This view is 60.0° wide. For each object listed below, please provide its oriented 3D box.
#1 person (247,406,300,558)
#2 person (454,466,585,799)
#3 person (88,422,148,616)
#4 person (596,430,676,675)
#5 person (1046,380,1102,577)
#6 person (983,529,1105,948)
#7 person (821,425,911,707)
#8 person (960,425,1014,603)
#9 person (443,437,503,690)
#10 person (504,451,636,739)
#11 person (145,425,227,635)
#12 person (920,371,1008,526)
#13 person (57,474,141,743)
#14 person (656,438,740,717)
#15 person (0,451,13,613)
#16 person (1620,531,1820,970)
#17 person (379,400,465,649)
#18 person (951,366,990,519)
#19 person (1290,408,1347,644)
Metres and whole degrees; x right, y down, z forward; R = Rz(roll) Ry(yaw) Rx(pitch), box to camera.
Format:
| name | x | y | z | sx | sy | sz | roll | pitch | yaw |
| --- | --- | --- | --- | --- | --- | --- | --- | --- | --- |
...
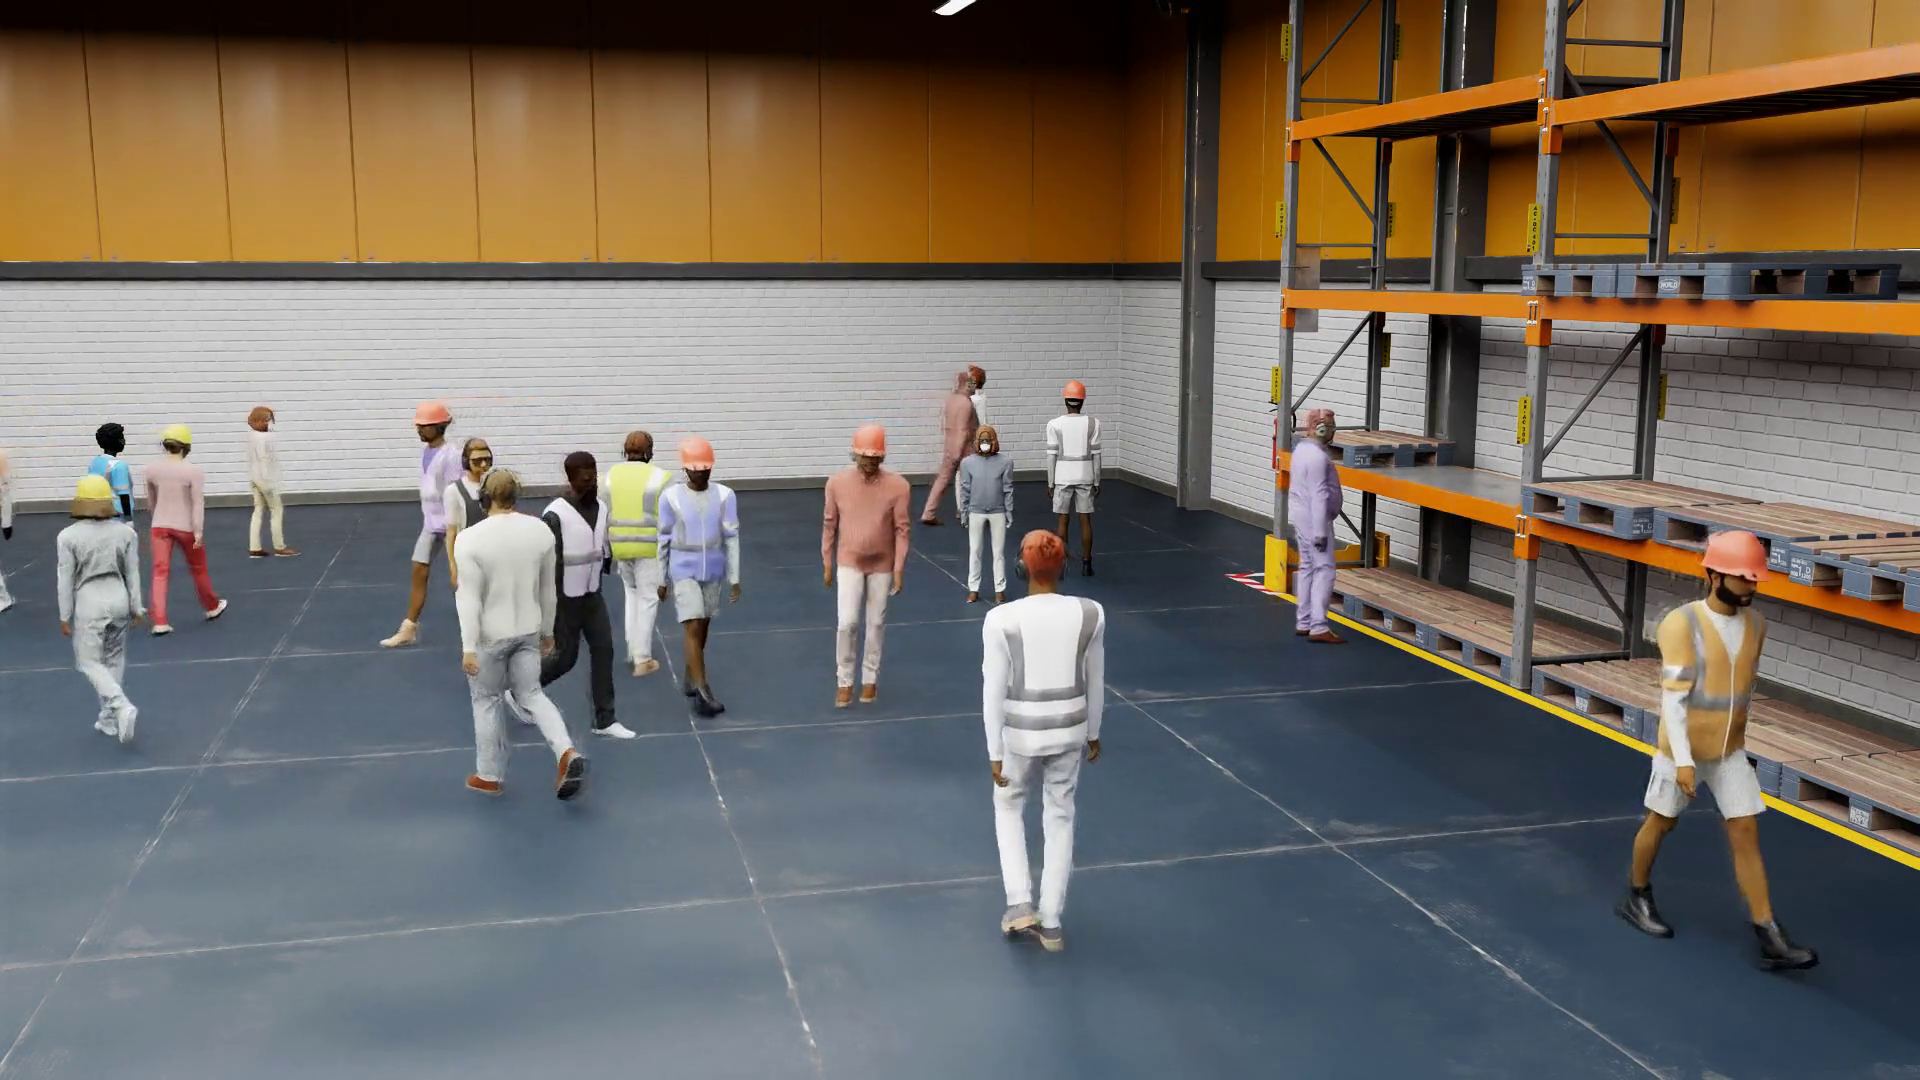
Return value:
| name | x | y | z | sx | sy | sz | roll | pitch | yaw |
| --- | --- | --- | --- | --- | --- | --- | --- | --- | --- |
| person | -7.279 | -0.607 | 17.475 | 0.400 | 1.612 | 0.538 | -7 | 12 | -39 |
| person | -2.495 | 0.543 | 9.366 | 0.826 | 1.917 | 0.637 | 8 | 12 | 41 |
| person | -7.357 | -0.174 | 14.477 | 0.539 | 1.695 | 0.319 | 7 | 11 | 36 |
| person | -2.357 | 0.083 | 12.517 | 0.630 | 1.820 | 0.645 | 3 | 10 | 18 |
| person | 1.117 | -0.597 | 16.371 | 0.545 | 1.938 | 0.361 | 0 | 9 | -2 |
| person | 0.367 | 0.875 | 7.391 | 0.582 | 1.869 | 0.420 | -2 | 9 | -10 |
| person | -0.644 | 0.183 | 11.439 | 0.616 | 1.963 | 0.636 | -1 | 9 | -4 |
| person | 0.243 | -0.231 | 15.061 | 0.493 | 1.624 | 0.280 | 0 | 9 | 2 |
| person | -3.429 | 0.170 | 11.914 | 0.539 | 1.828 | 0.455 | -9 | 13 | -43 |
| person | -2.526 | 0.348 | 10.685 | 0.838 | 1.883 | 0.606 | 4 | 10 | 24 |
| person | -6.548 | -0.103 | 13.970 | 0.537 | 1.719 | 0.919 | 0 | 9 | -1 |
| person | 0.012 | -1.064 | 19.573 | 1.027 | 1.852 | 0.636 | -4 | 10 | -23 |
| person | -5.429 | 0.439 | 10.568 | 0.688 | 1.718 | 0.492 | 7 | 12 | 38 |
| person | -1.808 | 0.226 | 11.462 | 0.541 | 1.889 | 0.925 | -5 | 10 | -27 |
| person | -8.422 | -0.208 | 14.174 | 0.597 | 1.870 | 1.034 | 1 | 9 | 4 |
| person | 3.275 | 0.900 | 7.185 | 0.569 | 1.883 | 0.993 | -3 | 9 | -16 |
| person | -4.166 | -0.146 | 13.440 | 0.624 | 1.989 | 1.080 | 8 | 12 | 42 |
| person | 0.090 | -1.175 | 20.238 | 0.627 | 1.866 | 0.401 | 8 | 12 | 41 |
| person | 2.908 | -0.120 | 13.513 | 0.429 | 1.901 | 0.663 | 0 | 9 | -1 |
